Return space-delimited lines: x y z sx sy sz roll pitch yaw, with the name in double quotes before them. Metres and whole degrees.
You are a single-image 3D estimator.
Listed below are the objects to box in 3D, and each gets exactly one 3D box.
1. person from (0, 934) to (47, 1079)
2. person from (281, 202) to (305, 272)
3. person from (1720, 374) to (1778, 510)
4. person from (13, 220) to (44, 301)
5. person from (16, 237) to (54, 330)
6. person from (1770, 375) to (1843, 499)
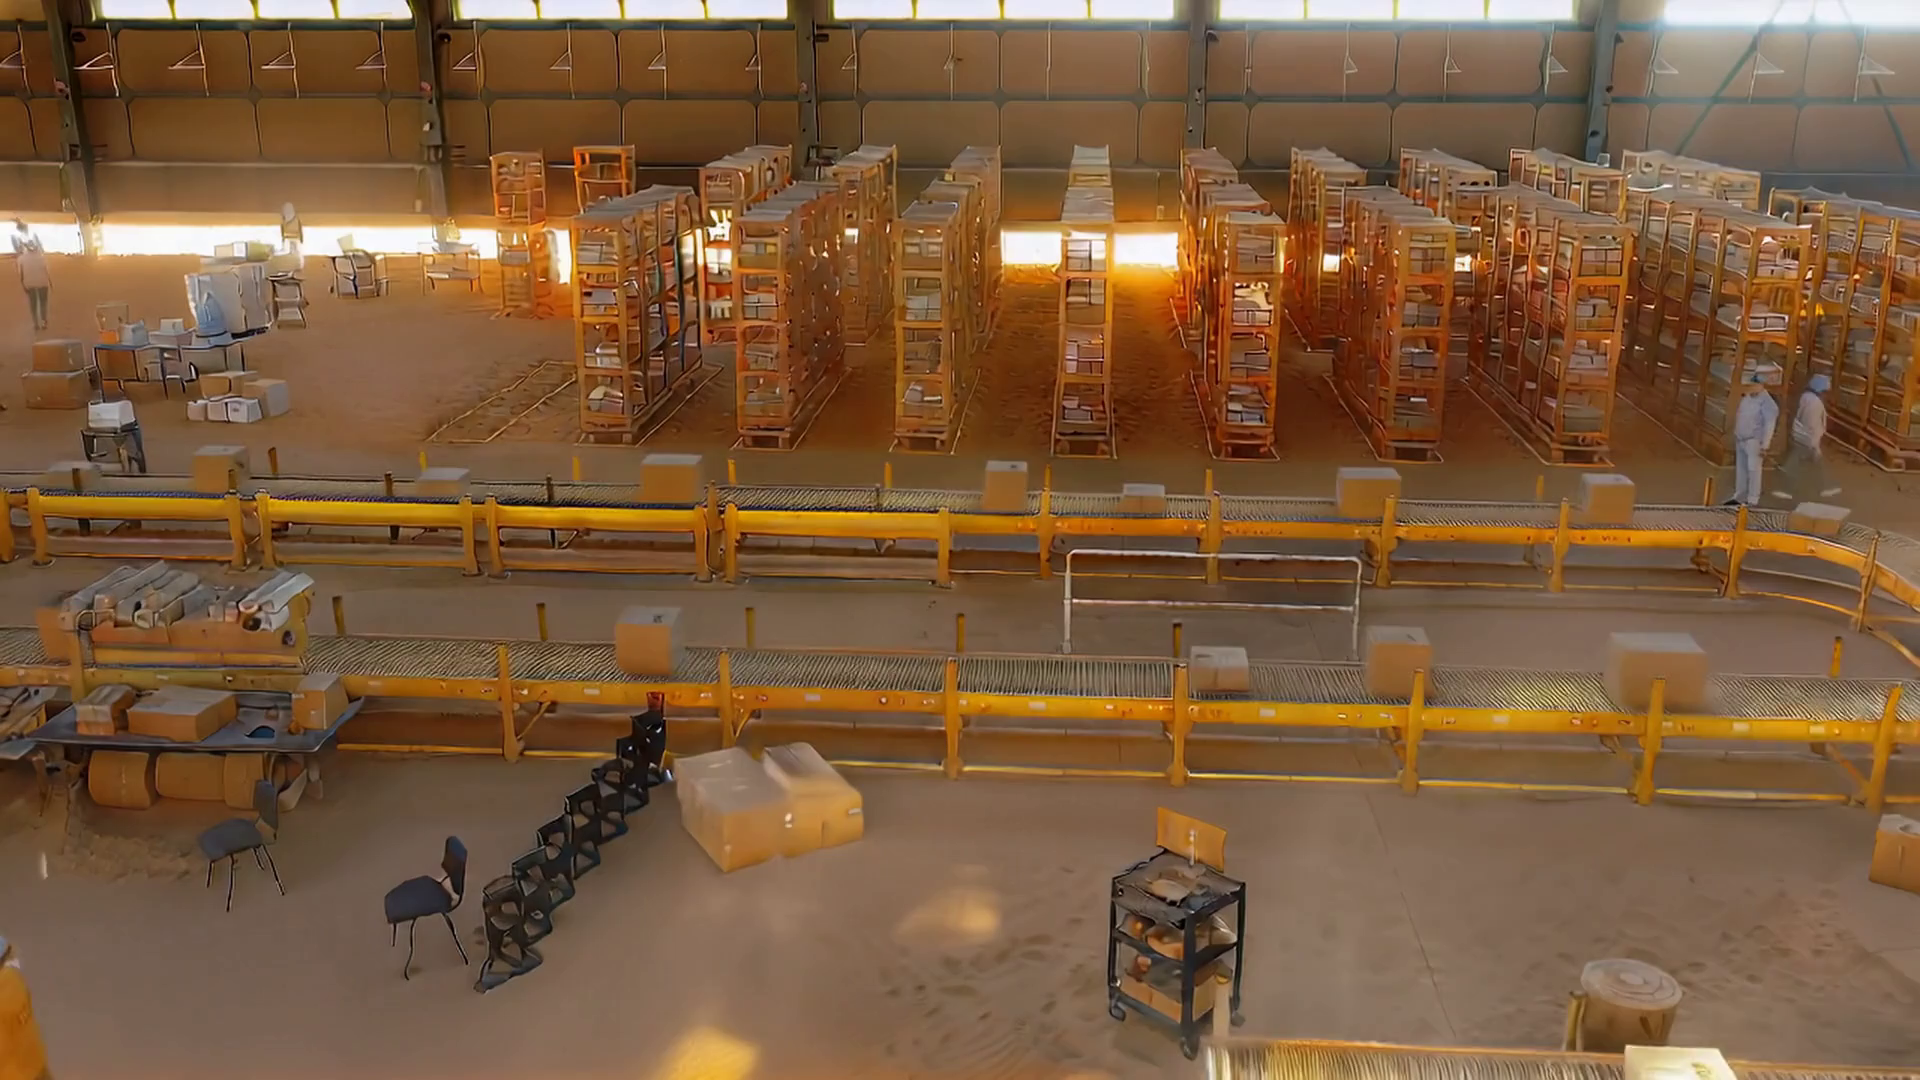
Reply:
"person" -5.369 2.975 9.286 0.877 1.717 0.547 -6 19 -20
"person" -17.633 -7.999 43.953 0.632 1.830 0.429 5 18 15
"person" 10.751 -1.328 22.655 0.403 1.906 0.651 -4 18 -11
"person" -22.176 -6.695 39.682 0.609 1.919 0.865 -8 19 -24
"person" -19.914 -5.532 35.872 0.623 1.975 0.507 -7 19 -21
"person" 11.887 -1.419 23.147 0.952 1.774 0.603 6 18 17
